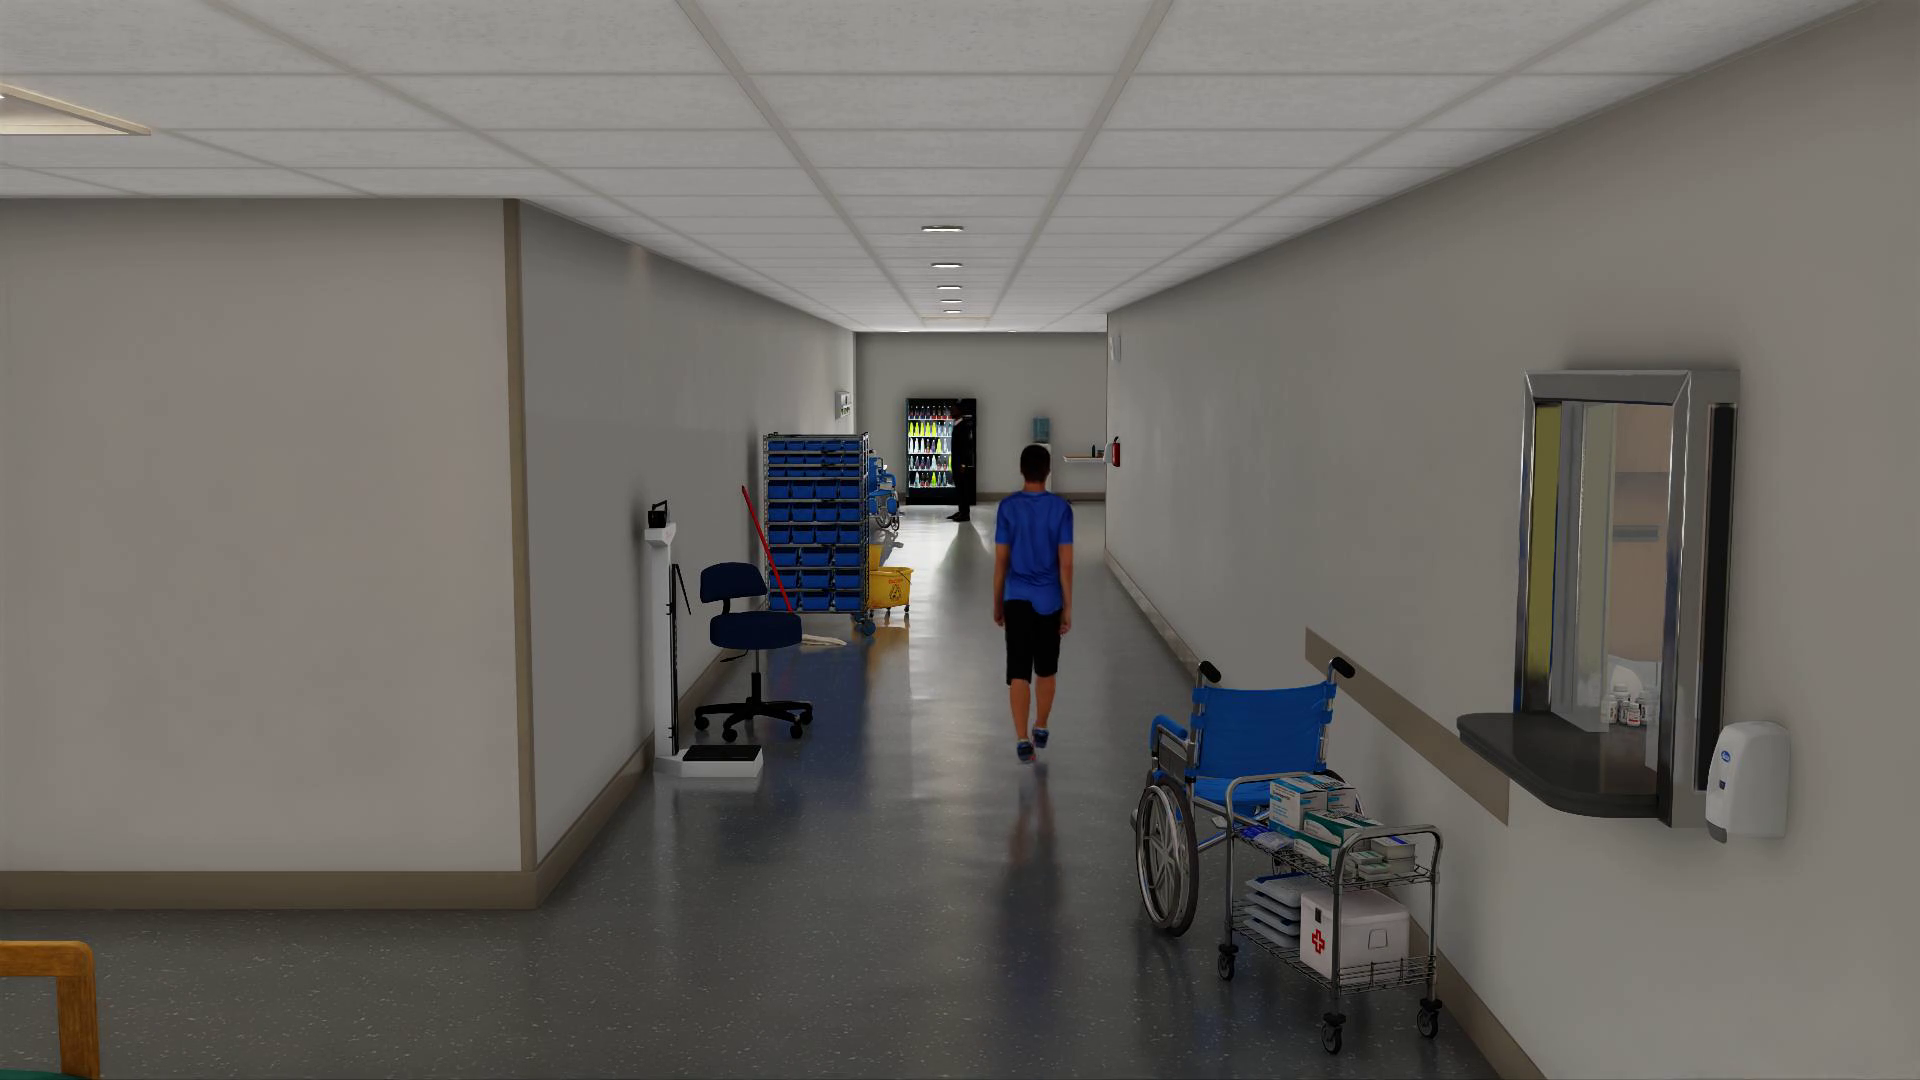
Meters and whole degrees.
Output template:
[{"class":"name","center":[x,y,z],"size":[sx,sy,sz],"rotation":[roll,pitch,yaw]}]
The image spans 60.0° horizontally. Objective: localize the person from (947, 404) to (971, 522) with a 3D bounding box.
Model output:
[{"class":"person","center":[0.014,-1.201,25.640],"size":[0.638,1.808,0.704],"rotation":[-2,6,-17]}]

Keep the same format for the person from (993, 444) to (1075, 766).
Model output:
[{"class":"person","center":[0.410,0.409,9.550],"size":[1.160,1.824,0.699],"rotation":[0,6,3]}]
